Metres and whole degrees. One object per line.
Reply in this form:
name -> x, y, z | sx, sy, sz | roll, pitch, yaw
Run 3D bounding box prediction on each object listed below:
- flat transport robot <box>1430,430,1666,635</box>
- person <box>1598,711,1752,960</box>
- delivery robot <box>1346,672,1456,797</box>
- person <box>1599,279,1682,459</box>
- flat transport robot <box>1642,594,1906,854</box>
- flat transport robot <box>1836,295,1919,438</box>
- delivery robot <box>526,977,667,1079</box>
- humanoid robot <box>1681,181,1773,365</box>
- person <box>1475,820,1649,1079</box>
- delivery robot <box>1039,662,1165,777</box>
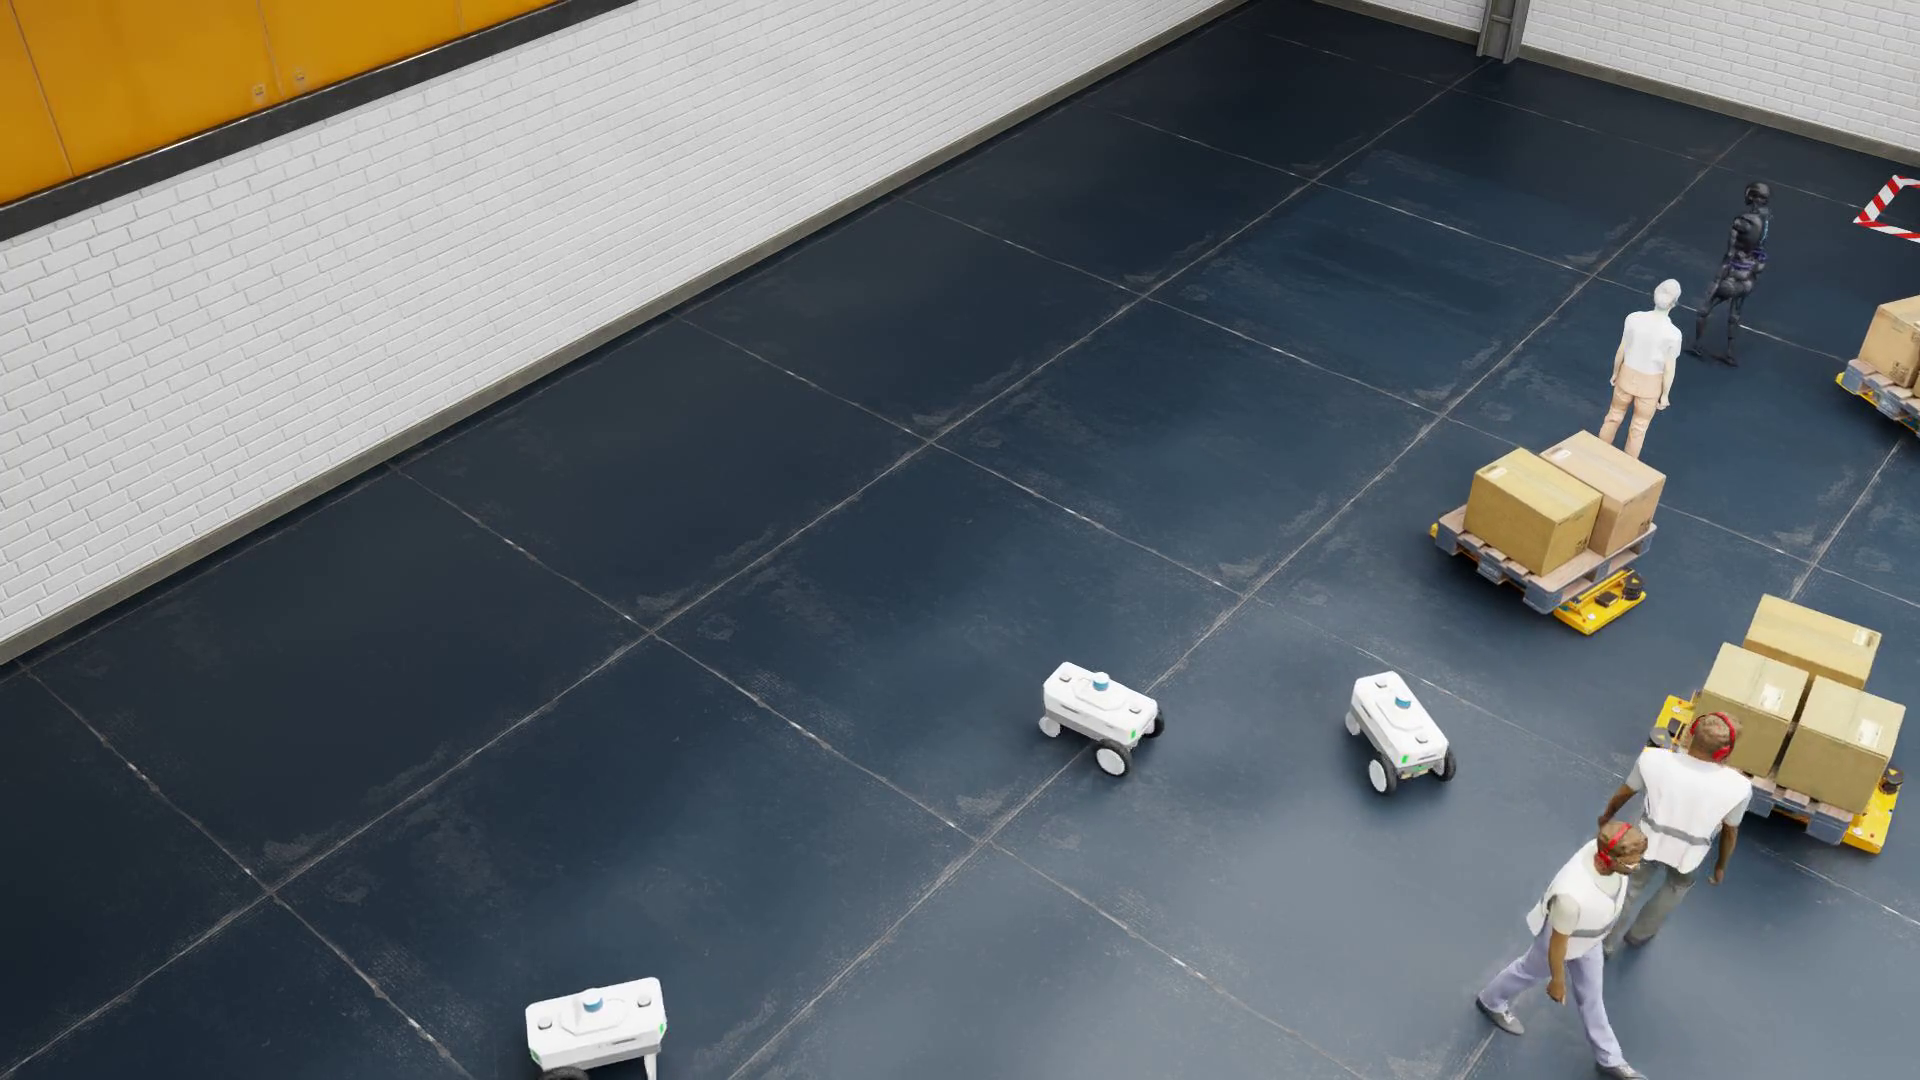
flat transport robot -> 4.205, 0.132, 12.123 | 0.659, 0.231, 1.431 | -25, 45, -28
person -> 3.827, 1.615, 9.043 | 0.683, 1.821, 0.545 | 18, 42, 21
delivery robot -> 2.784, 1.214, 10.553 | 0.499, 0.597, 0.779 | -11, 40, -13
person -> 5.156, -1.192, 12.588 | 0.318, 1.746, 0.481 | -29, 47, -31
flat transport robot -> 5.128, 1.428, 10.514 | 1.431, 0.231, 0.659 | 22, 44, 25
flat transport robot -> 7.979, -1.066, 13.610 | 0.659, 0.231, 1.431 | -14, 41, -17
delivery robot -> -1.942, 2.619, 8.813 | 0.773, 0.601, 0.527 | -10, 40, -12
humanoid robot -> 6.521, -2.249, 13.962 | 0.609, 1.640, 0.469 | -24, 45, -27
person -> 3.191, 2.079, 8.482 | 0.611, 1.796, 0.986 | -28, 47, -31
delivery robot -> 0.911, 1.112, 10.685 | 0.794, 0.603, 0.499 | 23, 44, 26
